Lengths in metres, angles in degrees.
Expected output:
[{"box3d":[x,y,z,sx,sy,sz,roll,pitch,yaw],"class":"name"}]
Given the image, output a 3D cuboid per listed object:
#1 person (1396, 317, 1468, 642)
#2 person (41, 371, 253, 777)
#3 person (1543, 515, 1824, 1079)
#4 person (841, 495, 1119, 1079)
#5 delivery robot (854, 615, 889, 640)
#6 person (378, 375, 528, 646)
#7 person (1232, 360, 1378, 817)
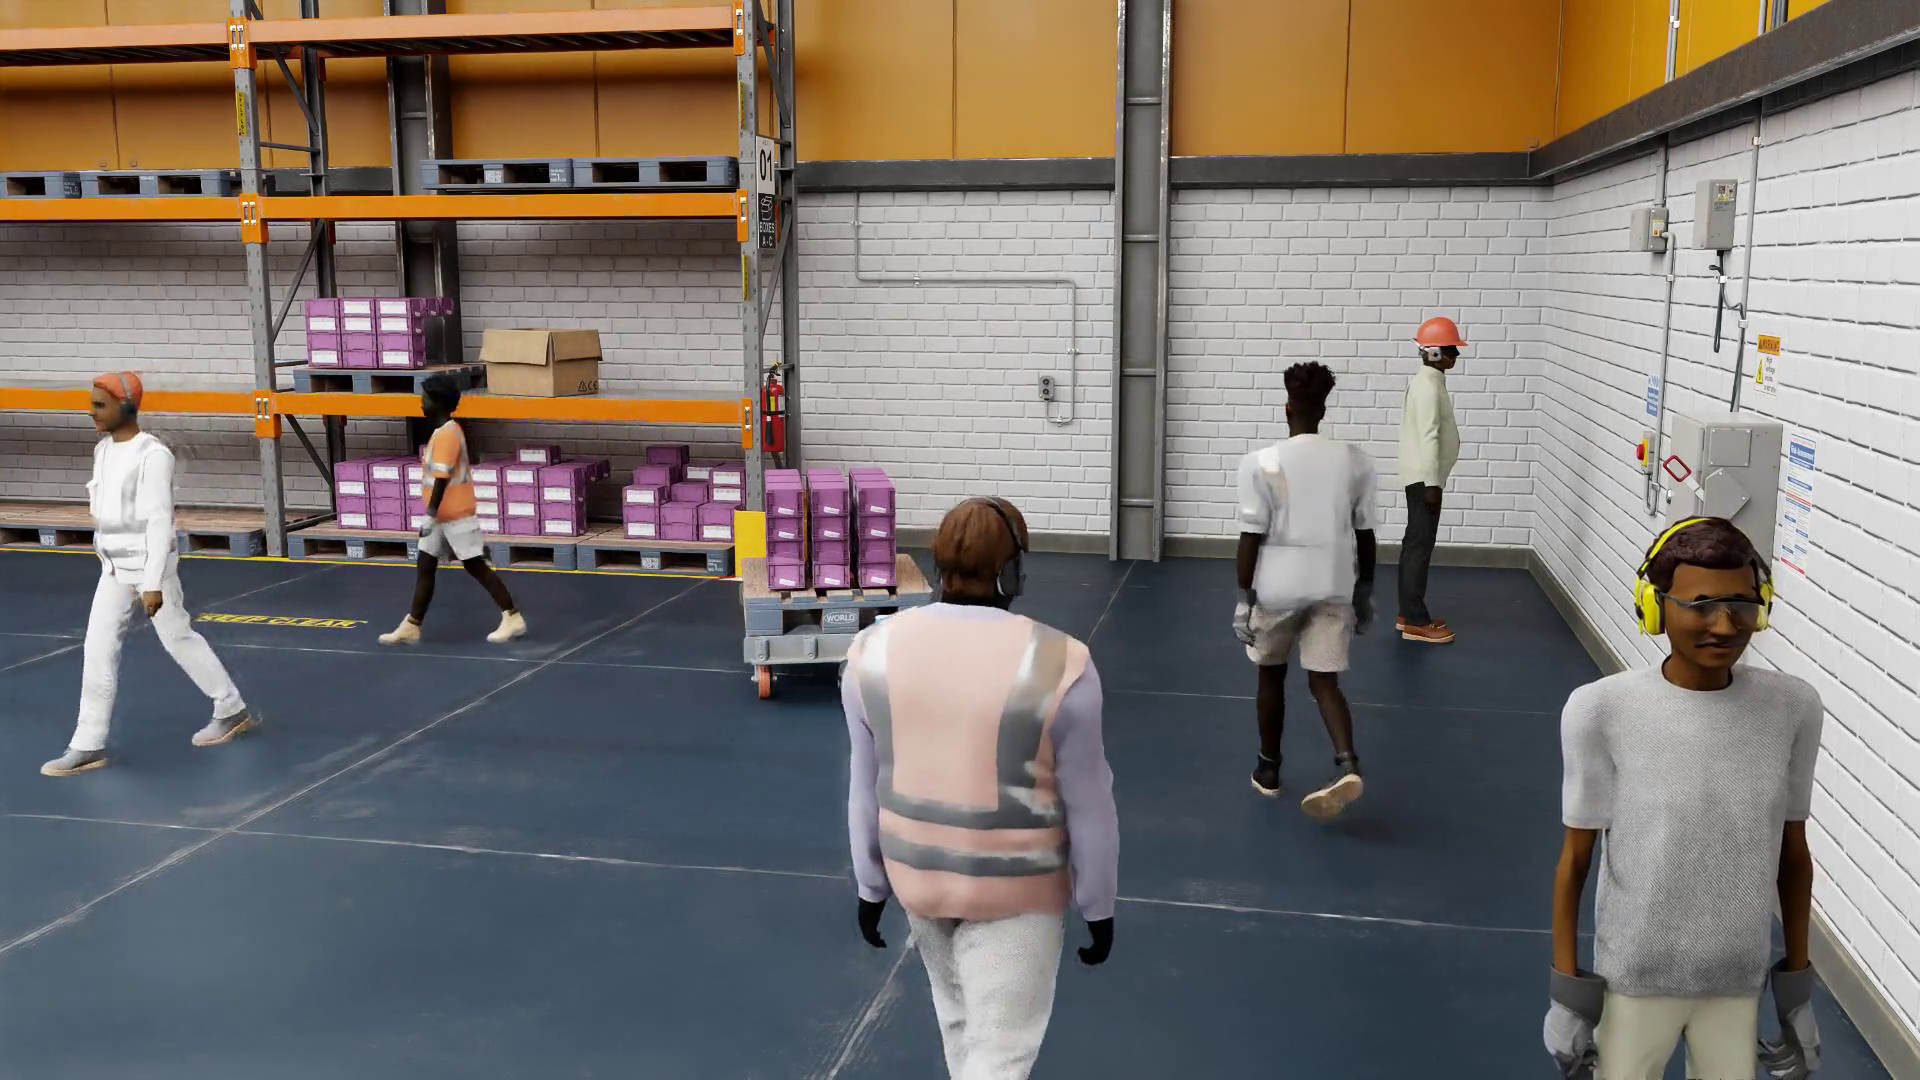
[{"box3d":[2.910,-0.378,10.315,0.378,1.996,0.610,2,10,10],"class":"person"},{"box3d":[-3.799,0.128,7.761,0.591,1.841,0.970,7,11,34],"class":"person"},{"box3d":[1.401,0.870,3.221,0.514,1.866,0.335,0,9,1],"class":"person"},{"box3d":[0.033,0.798,3.817,0.635,1.808,0.905,4,10,25],"class":"person"},{"box3d":[-0.374,0.621,8.352,0.477,0.478,0.707,0,9,0],"class":"delivery robot"},{"box3d":[-3.087,-0.175,10.111,0.864,1.655,0.528,-4,10,-23],"class":"person"},{"box3d":[1.476,0.223,6.985,0.646,1.912,0.847,-1,9,-6],"class":"person"}]
